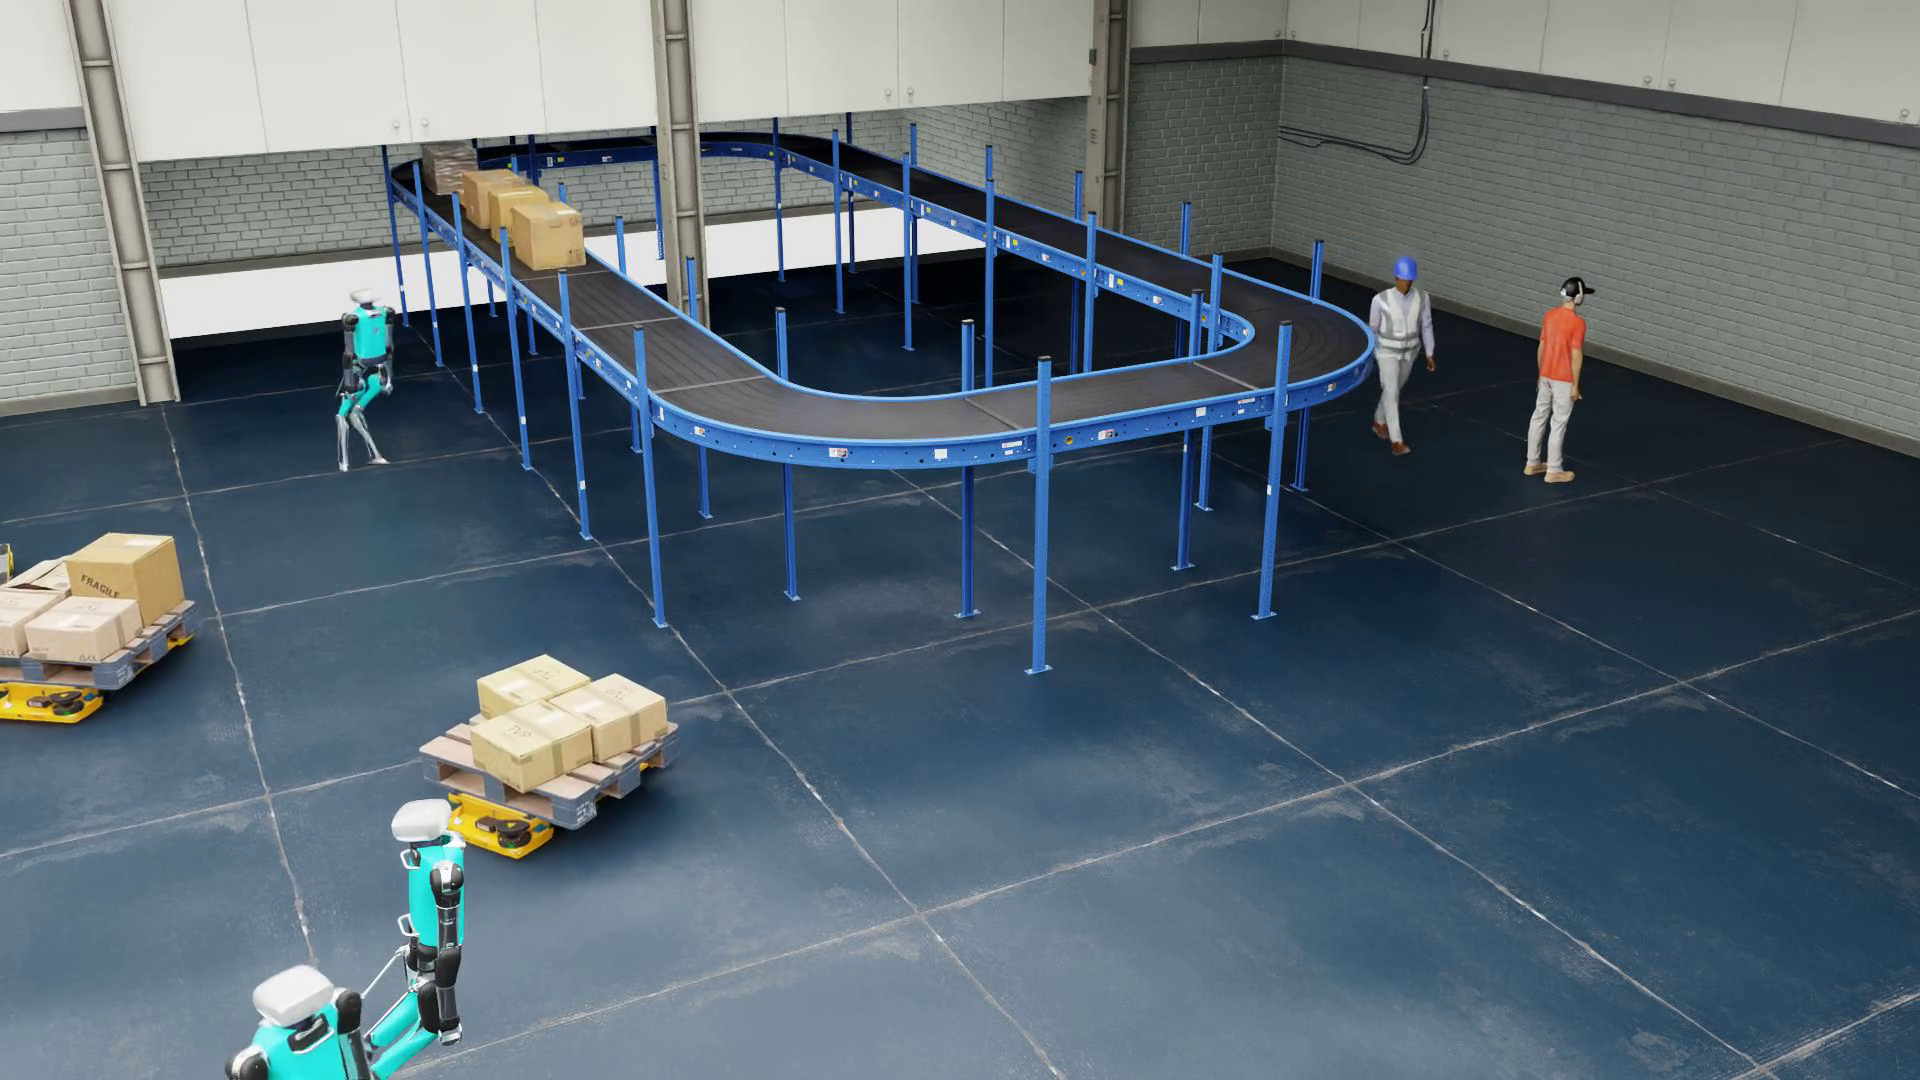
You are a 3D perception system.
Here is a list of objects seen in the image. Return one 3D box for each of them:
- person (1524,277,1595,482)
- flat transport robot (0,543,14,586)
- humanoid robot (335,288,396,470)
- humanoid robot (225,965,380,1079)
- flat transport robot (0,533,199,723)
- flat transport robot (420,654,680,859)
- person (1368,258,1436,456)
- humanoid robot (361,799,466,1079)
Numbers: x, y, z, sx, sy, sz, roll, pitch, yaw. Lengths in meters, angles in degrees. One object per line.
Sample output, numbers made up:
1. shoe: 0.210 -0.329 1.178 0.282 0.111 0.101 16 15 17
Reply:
1. person: 5.557 -1.490 15.371 0.415 1.911 0.475 -10 24 -24
2. flat transport robot: -7.754 0.374 12.950 0.659 0.231 1.431 -11 25 -26
3. humanoid robot: -5.688 -1.512 15.670 0.822 1.789 0.588 15 26 33
4. humanoid robot: -2.115 2.378 5.982 0.774 1.739 0.536 11 25 26
5. flat transport robot: -6.151 0.872 11.720 0.659 0.231 1.431 3 22 7
6. flat transport robot: -2.475 1.477 10.224 0.659 0.231 1.431 12 25 26
7. person: 4.284 -1.813 16.188 0.616 1.893 0.999 -5 23 -12
8. humanoid robot: -2.397 1.908 7.026 0.735 1.675 0.533 -11 25 -26
